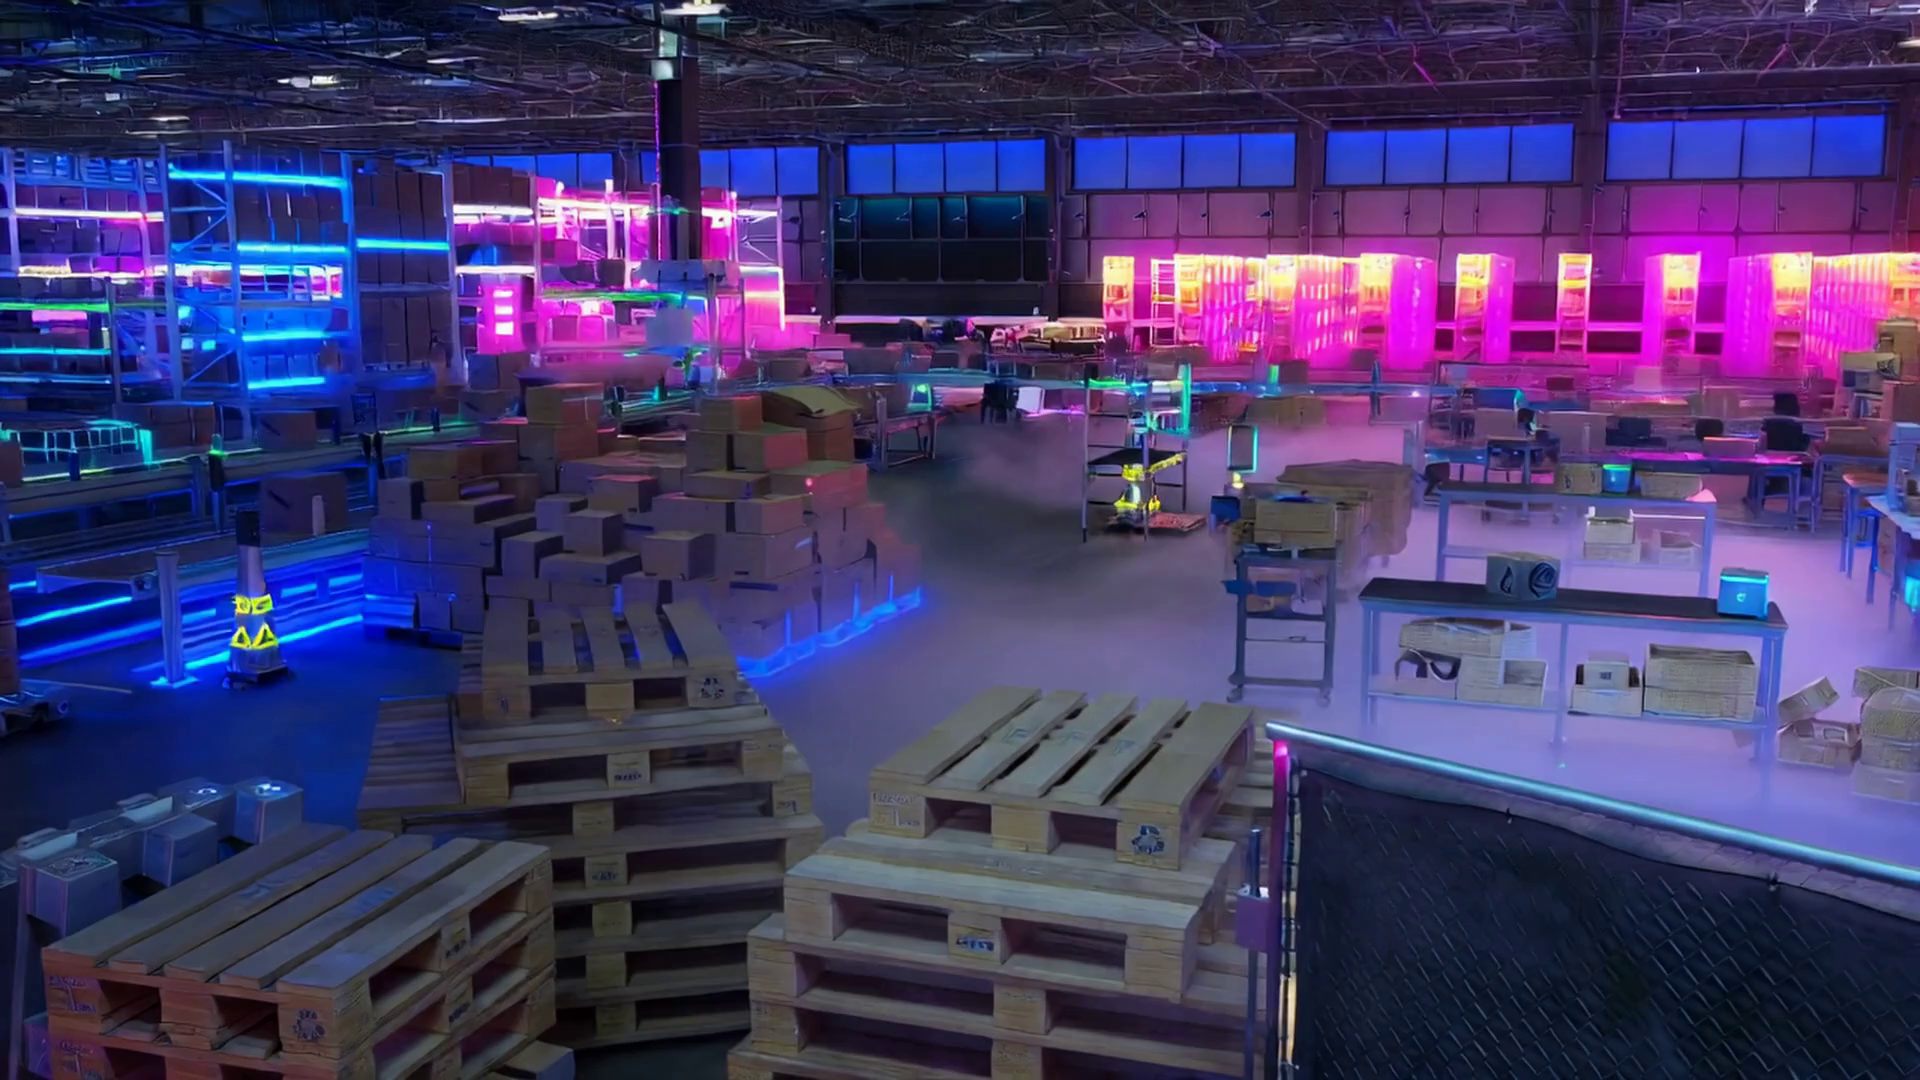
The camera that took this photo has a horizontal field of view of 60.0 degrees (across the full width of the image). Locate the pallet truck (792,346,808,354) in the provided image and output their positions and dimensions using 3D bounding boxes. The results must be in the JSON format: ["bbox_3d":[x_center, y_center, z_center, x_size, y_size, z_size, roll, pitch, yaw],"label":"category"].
[{"bbox_3d":[-3.705,-4.298,42.022,0.653,1.274,1.630,3,10,20],"label":"pallet truck"}]

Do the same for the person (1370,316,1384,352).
[{"bbox_3d":[14.695,-7.187,58.650,0.581,1.778,0.990,-1,9,-7],"label":"person"}]

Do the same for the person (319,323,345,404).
[{"bbox_3d":[-14.857,-4.179,39.345,0.562,1.924,0.699,4,10,22],"label":"person"}]

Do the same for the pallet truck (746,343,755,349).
[{"bbox_3d":[-6.183,-4.618,44.264,1.601,1.201,0.680,-9,12,-43],"label":"pallet truck"}]

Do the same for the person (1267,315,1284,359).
[{"bbox_3d":[9.844,-6.220,52.048,0.614,1.950,0.375,-3,9,-17],"label":"person"}]

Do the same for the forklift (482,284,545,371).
[{"bbox_3d":[-10.832,-4.702,39.610,1.129,2.768,1.873,3,10,20],"label":"forklift"}]

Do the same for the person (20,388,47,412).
[{"bbox_3d":[-15.062,-2.126,27.083,0.542,1.724,0.919,5,10,27],"label":"person"}]

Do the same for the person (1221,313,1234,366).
[{"bbox_3d":[8.536,-6.348,53.304,0.501,1.814,0.593,2,9,11],"label":"person"}]

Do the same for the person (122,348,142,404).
[{"bbox_3d":[-15.694,-2.770,31.275,0.528,1.667,0.796,2,9,15],"label":"person"}]

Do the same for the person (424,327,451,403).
[{"bbox_3d":[-12.435,-4.130,39.369,0.619,1.805,0.719,3,10,20],"label":"person"}]
